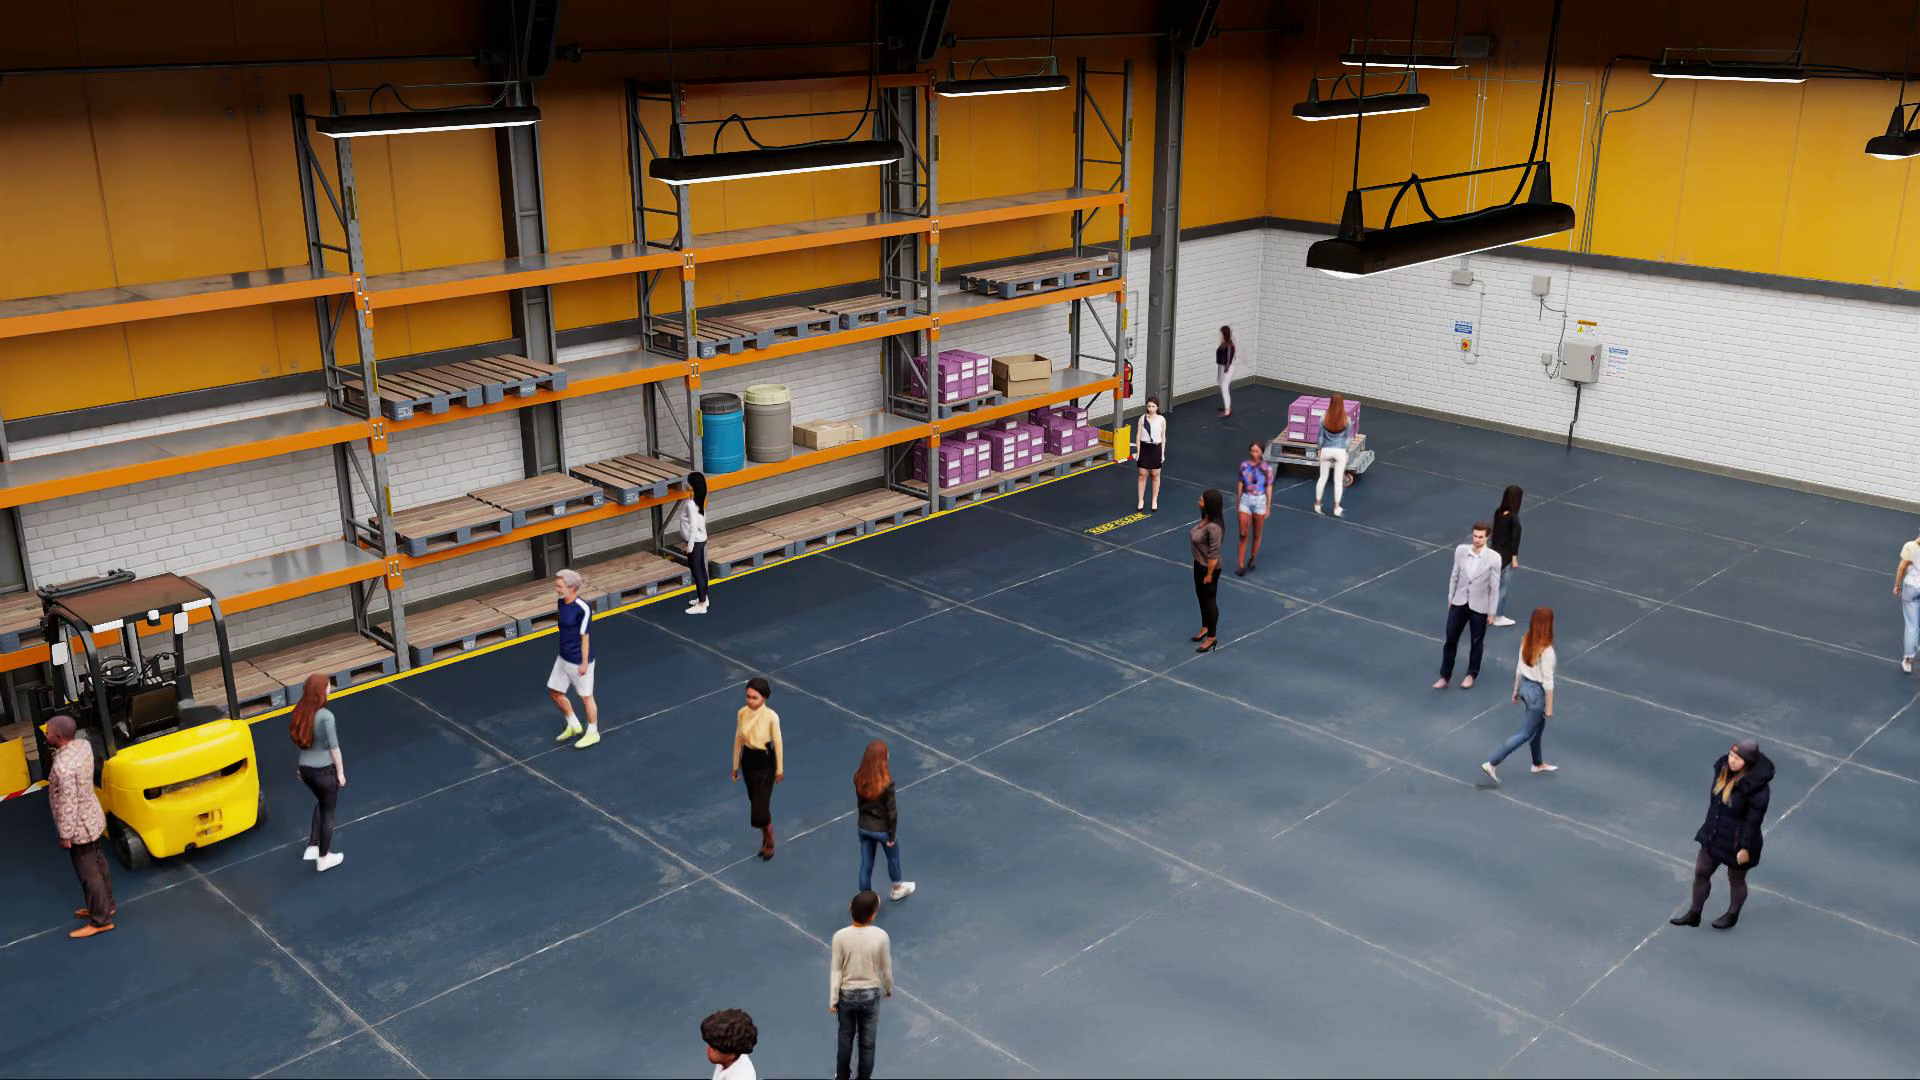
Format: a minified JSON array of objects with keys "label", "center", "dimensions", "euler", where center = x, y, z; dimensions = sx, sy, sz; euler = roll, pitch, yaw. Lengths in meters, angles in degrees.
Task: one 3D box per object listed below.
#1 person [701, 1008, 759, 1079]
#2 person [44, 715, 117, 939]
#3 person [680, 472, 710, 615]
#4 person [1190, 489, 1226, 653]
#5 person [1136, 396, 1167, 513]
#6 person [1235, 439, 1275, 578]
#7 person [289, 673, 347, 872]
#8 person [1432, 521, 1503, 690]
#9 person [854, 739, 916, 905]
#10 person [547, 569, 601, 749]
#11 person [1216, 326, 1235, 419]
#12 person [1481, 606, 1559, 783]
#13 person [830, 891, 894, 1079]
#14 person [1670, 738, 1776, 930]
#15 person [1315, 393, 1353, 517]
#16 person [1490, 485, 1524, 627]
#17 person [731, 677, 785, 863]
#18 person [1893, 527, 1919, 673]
[{"label":"person","center":[-1.176,3.411,9.282],"dimensions":[1.202,1.775,1.048],"euler":[-3,19,-9]},{"label":"person","center":[-6.788,2.182,12.882],"dimensions":[0.808,1.807,0.792],"euler":[-4,19,-12]},{"label":"person","center":[-3.087,0.017,19.482],"dimensions":[0.761,1.697,0.698],"euler":[0,19,1]},{"label":"person","center":[2.745,0.321,18.354],"dimensions":[0.803,1.842,0.746],"euler":[0,19,-1]},{"label":"person","center":[2.657,-1.194,23.158],"dimensions":[0.638,1.647,0.679],"euler":[2,19,6]},{"label":"person","center":[3.682,-0.419,20.762],"dimensions":[0.932,1.707,1.156],"euler":[6,19,17]},{"label":"person","center":[-5.343,1.969,13.662],"dimensions":[0.703,1.713,0.773],"euler":[9,21,25]},{"label":"person","center":[5.378,0.657,17.368],"dimensions":[0.776,1.834,0.905],"euler":[14,23,36]},{"label":"person","center":[-0.701,2.289,13.100],"dimensions":[0.700,1.466,0.840],"euler":[9,21,24]},{"label":"person","center":[-3.632,1.117,16.019],"dimensions":[0.683,1.823,0.668],"euler":[13,23,34]},{"label":"person","center":[4.496,-2.839,28.147],"dimensions":[0.820,1.579,0.790],"euler":[3,19,8]},{"label":"person","center":[5.175,1.446,15.240],"dimensions":[1.178,1.697,0.959],"euler":[-5,19,-13]},{"label":"person","center":[-0.677,3.031,10.926],"dimensions":[0.688,1.446,0.750],"euler":[-4,19,-11]},{"label":"person","center":[6.026,2.275,12.844],"dimensions":[0.944,1.655,0.851],"euler":[-7,20,-20]},{"label":"person","center":[5.177,-1.183,23.048],"dimensions":[0.707,1.696,0.708],"euler":[5,19,16]},{"label":"person","center":[6.233,0.167,19.119],"dimensions":[0.678,1.644,0.660],"euler":[-5,19,-14]},{"label":"person","center":[-1.639,1.900,13.976],"dimensions":[0.647,1.644,0.693],"euler":[10,21,28]},{"label":"person","center":[10.259,0.599,17.761],"dimensions":[0.825,1.692,1.071],"euler":[10,21,27]}]
